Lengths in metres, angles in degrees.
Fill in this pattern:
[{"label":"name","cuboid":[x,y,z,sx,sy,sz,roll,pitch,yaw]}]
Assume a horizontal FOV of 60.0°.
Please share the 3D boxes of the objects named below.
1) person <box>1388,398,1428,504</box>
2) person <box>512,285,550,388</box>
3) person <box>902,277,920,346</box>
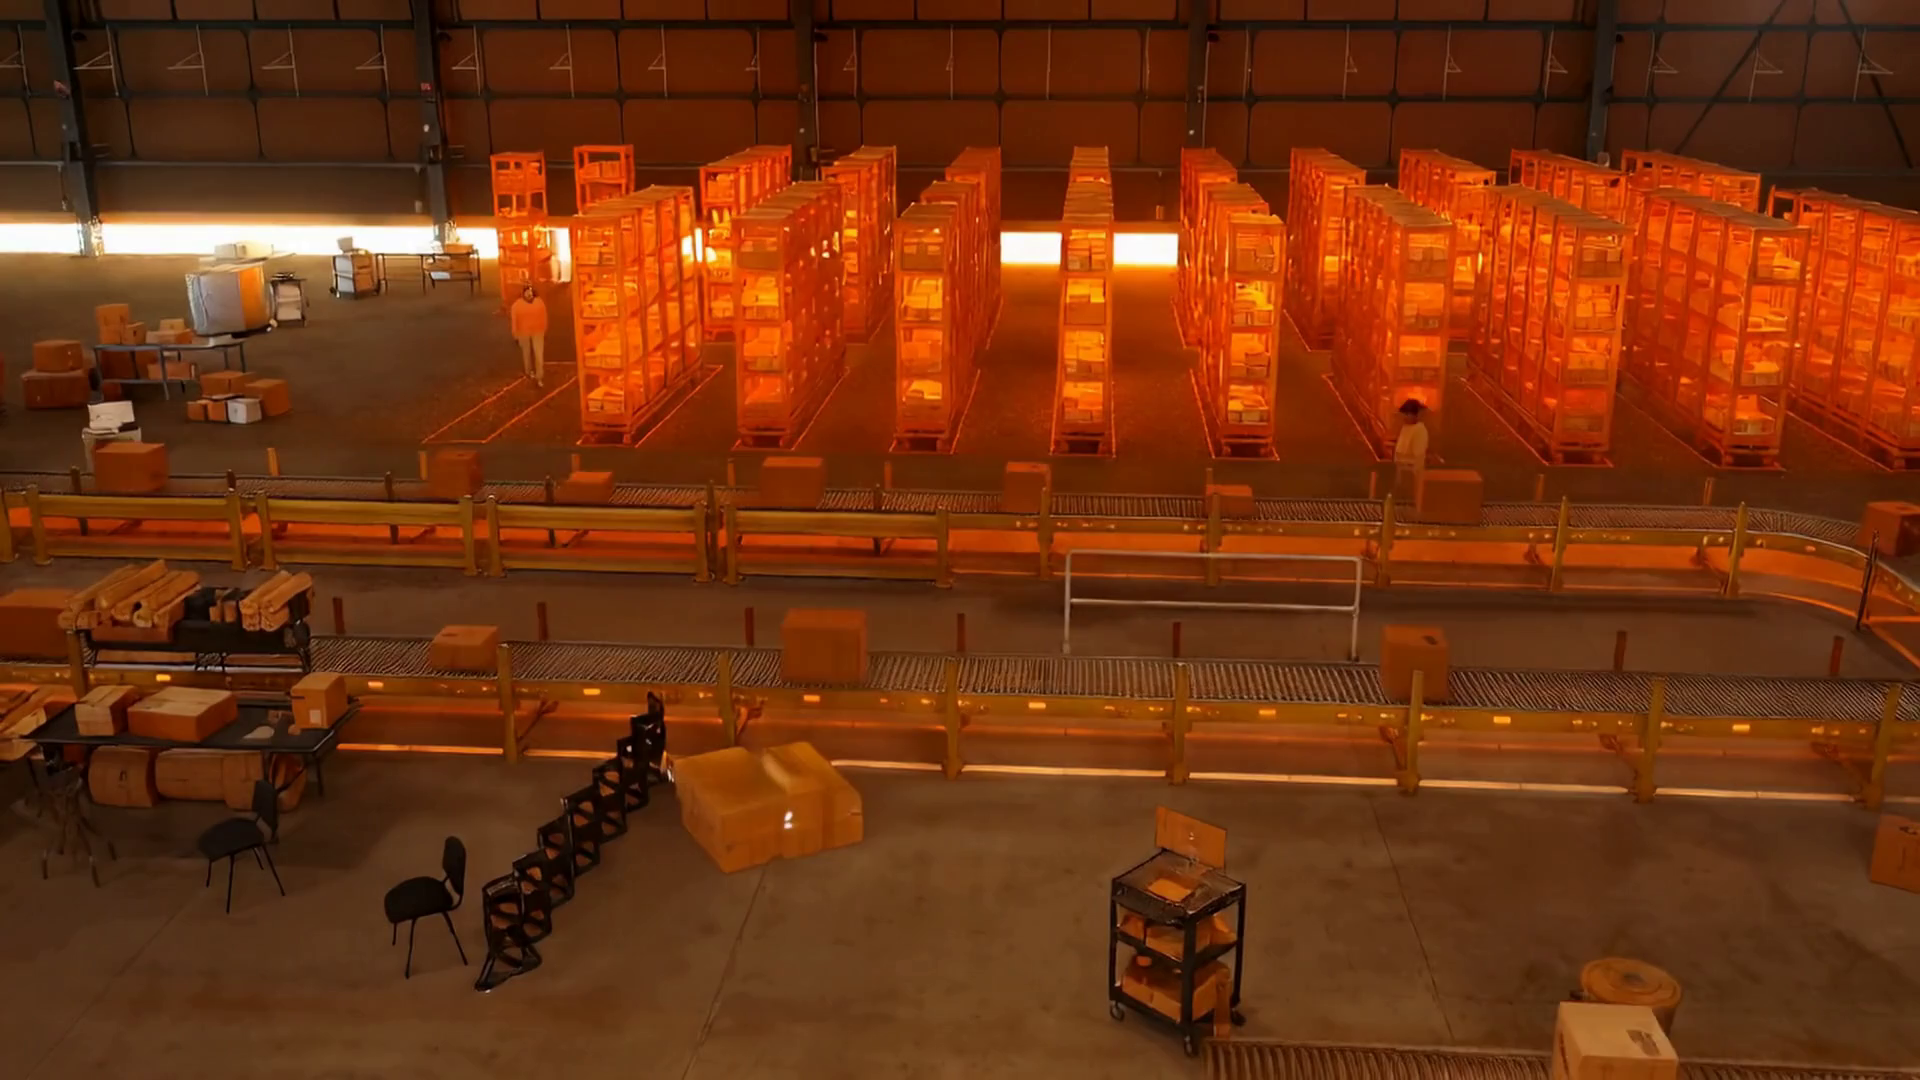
[{"label":"person","cuboid":[5.822,-0.948,21.585,0.420,1.818,0.618,-2,18,-6]},{"label":"person","cuboid":[-7.876,-3.785,30.556,0.662,1.861,1.011,-5,18,-16]},{"label":"person","cuboid":[-0.947,-4.935,33.953,0.377,1.995,0.612,14,22,38]}]
